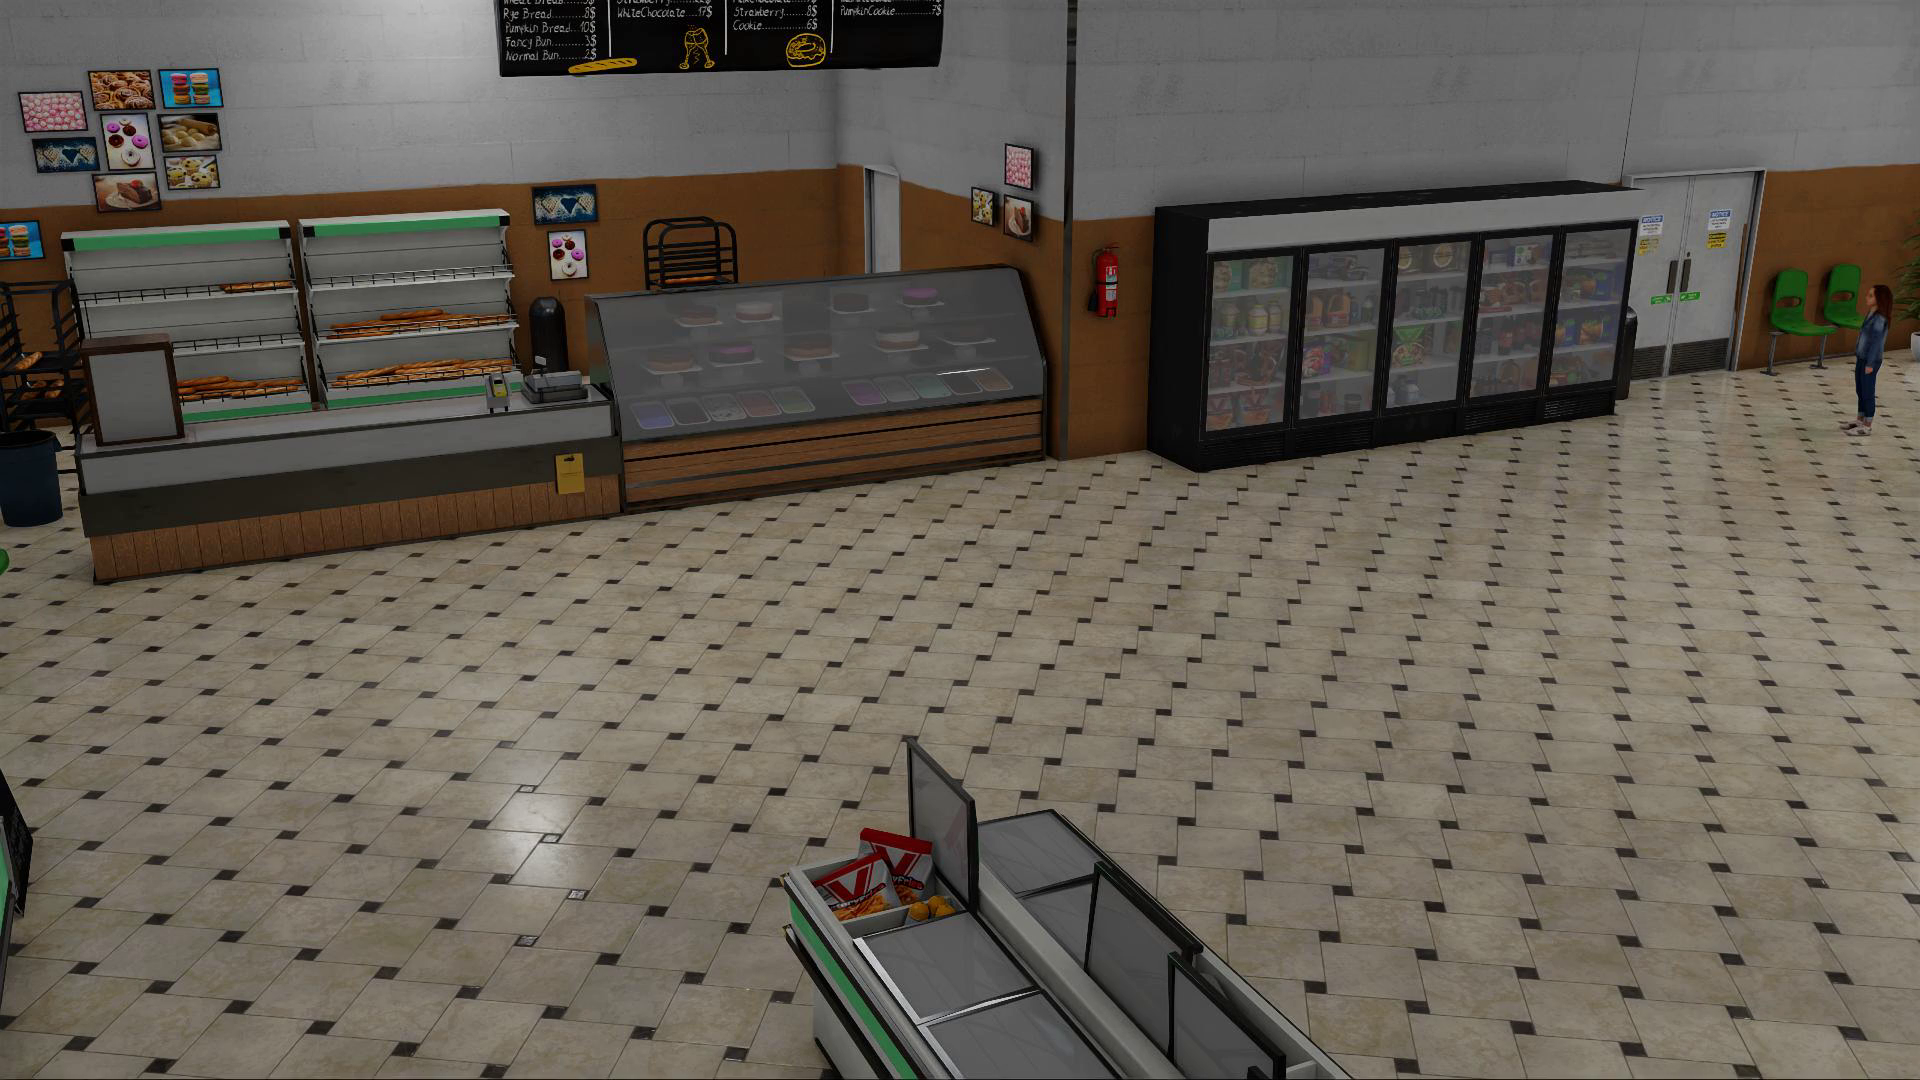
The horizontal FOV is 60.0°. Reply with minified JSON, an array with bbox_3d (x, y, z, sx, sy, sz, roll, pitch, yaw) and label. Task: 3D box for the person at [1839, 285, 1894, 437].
[{"bbox_3d":[8.929,-1.769,16.314,0.685,1.474,0.598,4,19,12],"label":"person"}]
